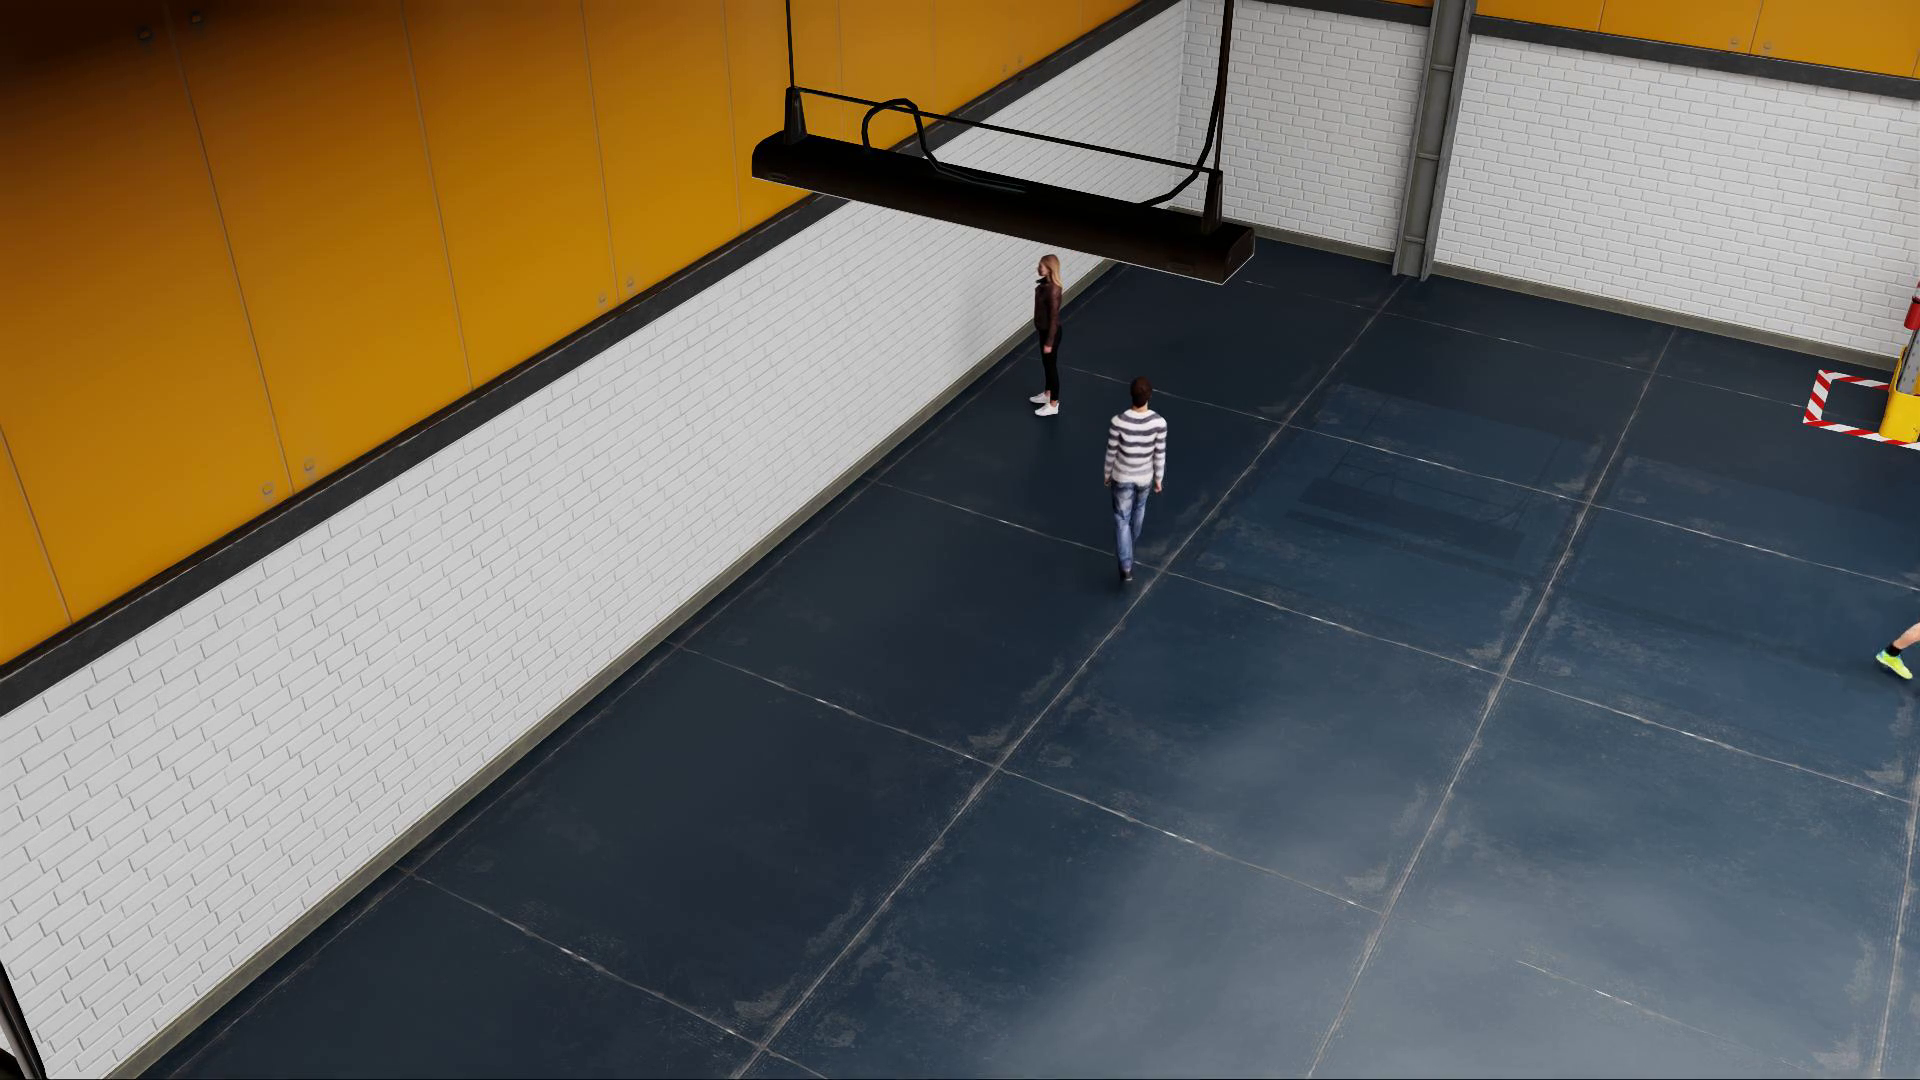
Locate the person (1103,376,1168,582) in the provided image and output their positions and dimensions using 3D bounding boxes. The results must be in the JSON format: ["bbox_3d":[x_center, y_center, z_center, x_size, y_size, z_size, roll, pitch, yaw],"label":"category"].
[{"bbox_3d":[1.468,-0.486,14.111,1.200,1.813,1.113,-1,34,-1],"label":"person"}]

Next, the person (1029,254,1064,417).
[{"bbox_3d":[0.894,-2.058,16.575,0.697,1.704,0.676,-3,34,-5],"label":"person"}]
